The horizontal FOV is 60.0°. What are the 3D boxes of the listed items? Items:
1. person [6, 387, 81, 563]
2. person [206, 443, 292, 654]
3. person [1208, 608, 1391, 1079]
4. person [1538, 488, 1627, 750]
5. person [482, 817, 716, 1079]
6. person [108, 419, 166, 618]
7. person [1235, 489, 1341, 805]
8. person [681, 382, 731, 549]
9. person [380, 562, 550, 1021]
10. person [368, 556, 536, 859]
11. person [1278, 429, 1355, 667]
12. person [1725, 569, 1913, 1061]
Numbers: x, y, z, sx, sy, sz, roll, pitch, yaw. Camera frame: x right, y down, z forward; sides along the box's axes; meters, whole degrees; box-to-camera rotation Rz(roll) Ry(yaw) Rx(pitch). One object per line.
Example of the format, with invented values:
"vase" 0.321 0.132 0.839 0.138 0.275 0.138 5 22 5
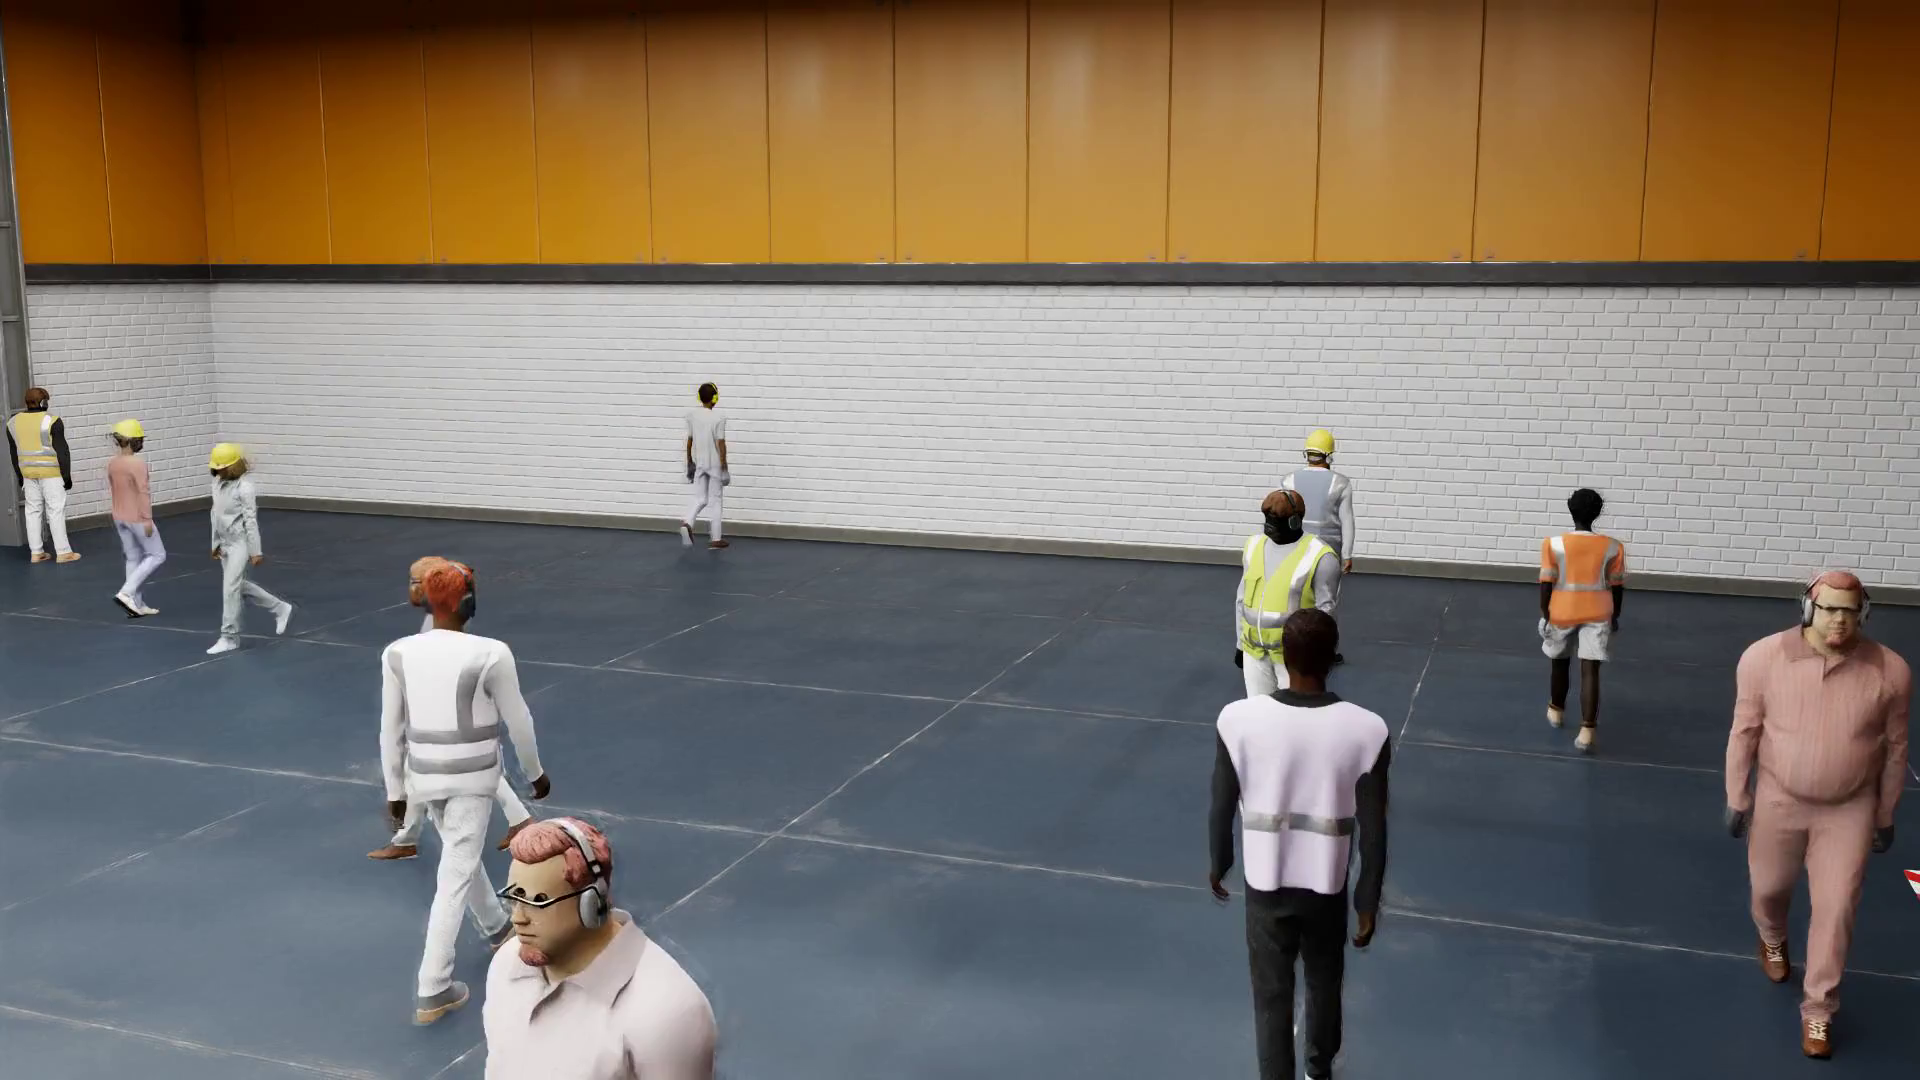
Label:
"person" -9.566 -0.676 17.379 0.621 1.844 0.429 1 9 6
"person" -5.758 0.036 13.411 0.527 1.694 0.725 7 11 36
"person" 1.180 1.160 5.896 0.597 1.878 0.932 1 9 6
"person" 4.011 0.488 10.750 0.545 1.646 0.888 2 9 12
"person" -0.806 1.514 3.623 0.671 1.893 0.454 7 12 37
"person" -7.214 -0.177 14.511 0.532 1.754 0.407 6 11 31
"person" 1.792 0.625 9.324 0.619 1.839 0.430 9 13 44
"person" -2.760 -0.792 18.073 0.524 1.852 0.641 4 10 25
"person" -2.067 0.995 7.027 0.576 1.828 0.985 3 10 18
"person" -2.626 0.865 8.589 0.844 1.599 0.508 0 9 -2
"person" 2.747 0.062 12.827 0.600 1.829 0.404 4 10 25
"person" 3.432 1.025 6.696 0.646 1.877 0.879 4 10 25
